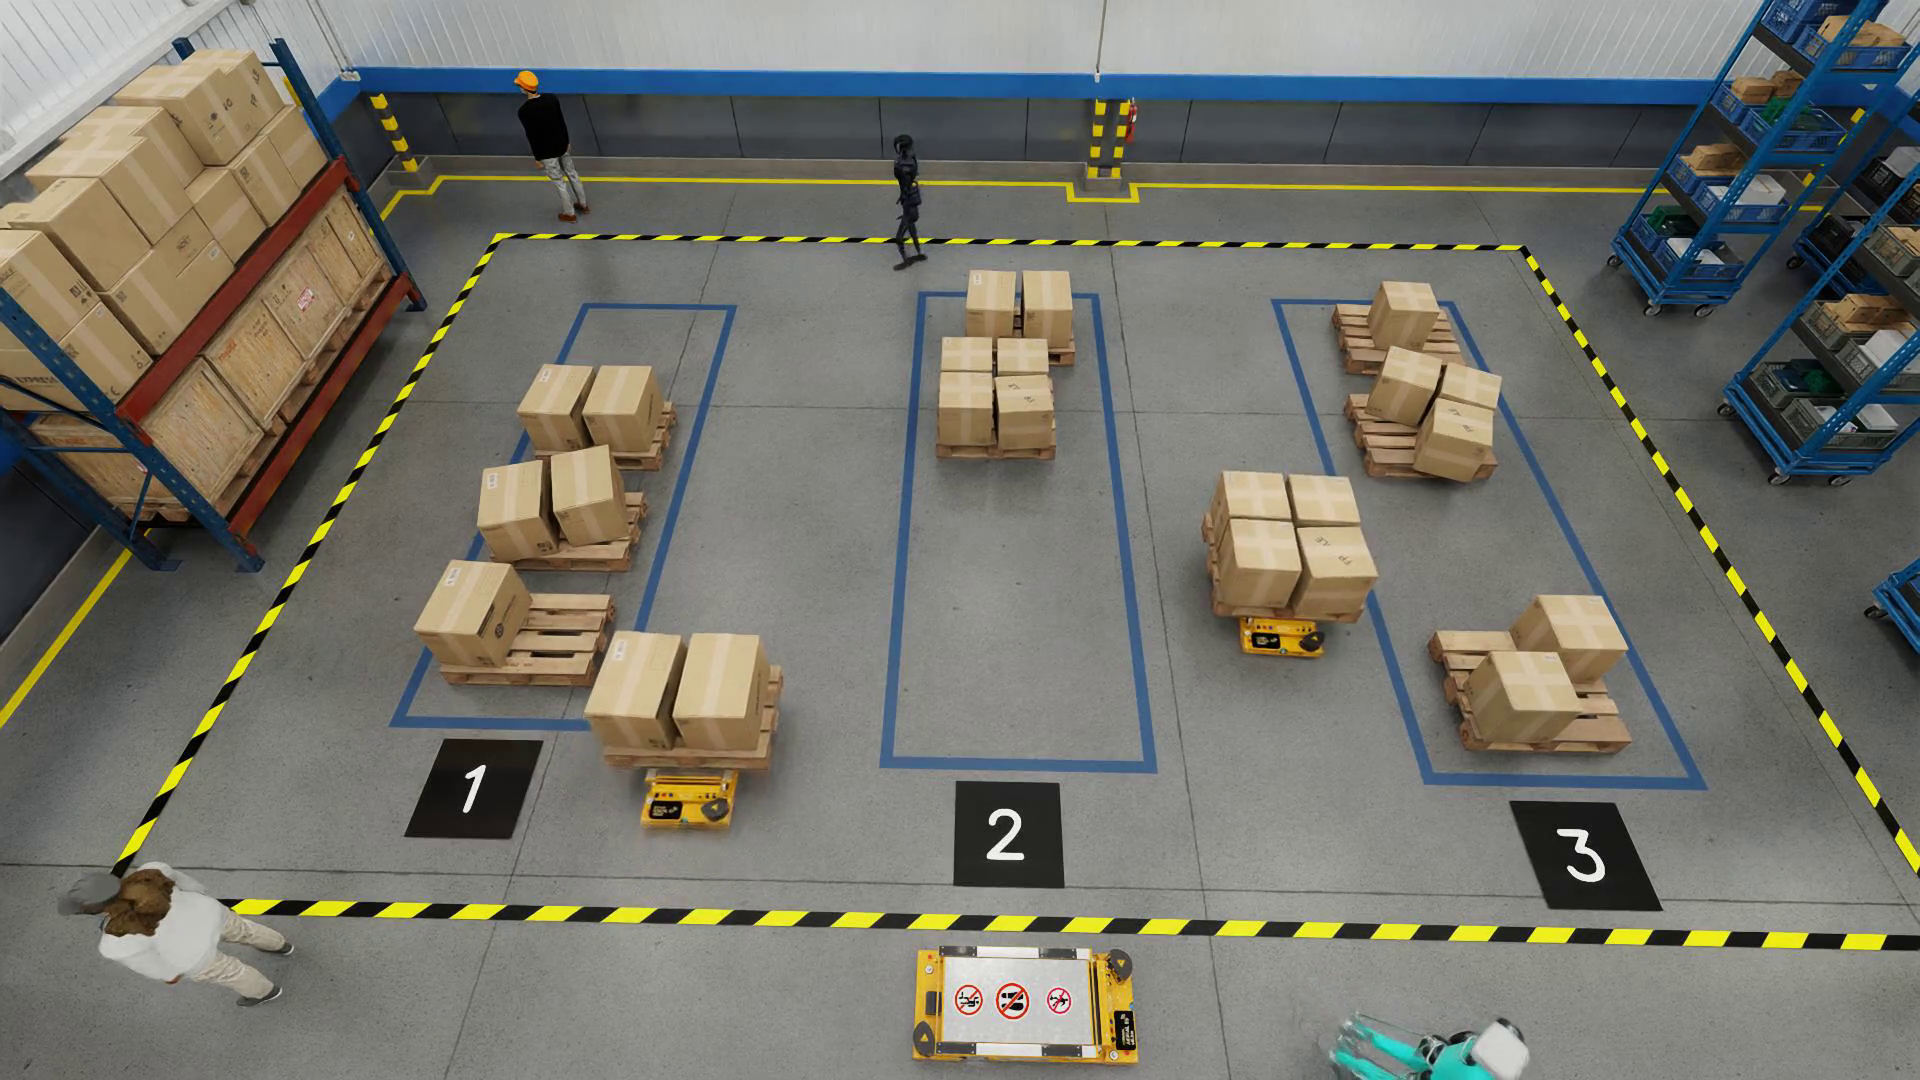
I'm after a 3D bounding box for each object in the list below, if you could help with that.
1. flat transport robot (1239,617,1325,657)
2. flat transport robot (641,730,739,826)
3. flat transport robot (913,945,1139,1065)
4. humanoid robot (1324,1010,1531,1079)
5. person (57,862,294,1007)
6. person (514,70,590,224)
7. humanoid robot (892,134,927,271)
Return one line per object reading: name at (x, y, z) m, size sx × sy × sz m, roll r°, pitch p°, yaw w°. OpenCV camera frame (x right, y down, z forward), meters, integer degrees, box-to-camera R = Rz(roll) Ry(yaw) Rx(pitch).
flat transport robot at (2.784, 0.370, 8.166) m, size 0.652 × 0.197 × 1.431 m, roll 3°, pitch 51°, yaw 3°
flat transport robot at (-2.032, 1.522, 7.227) m, size 0.652 × 0.197 × 1.431 m, roll 1°, pitch 51°, yaw 1°
flat transport robot at (0.422, 3.041, 6.007) m, size 1.431 × 0.231 × 0.659 m, roll 1°, pitch 51°, yaw 1°
humanoid robot at (2.452, 2.856, 5.123) m, size 0.533 × 1.677 × 0.735 m, roll -37°, pitch 60°, yaw -26°
person at (-4.675, 2.394, 5.565) m, size 0.397 × 1.769 × 0.571 m, roll -5°, pitch 51°, yaw -4°
person at (-5.083, -4.874, 11.418) m, size 0.362 × 1.884 × 0.585 m, roll 24°, pitch 55°, yaw 18°
humanoid robot at (-0.636, -3.991, 10.827) m, size 0.458 × 1.646 × 0.583 m, roll -7°, pitch 51°, yaw -6°
